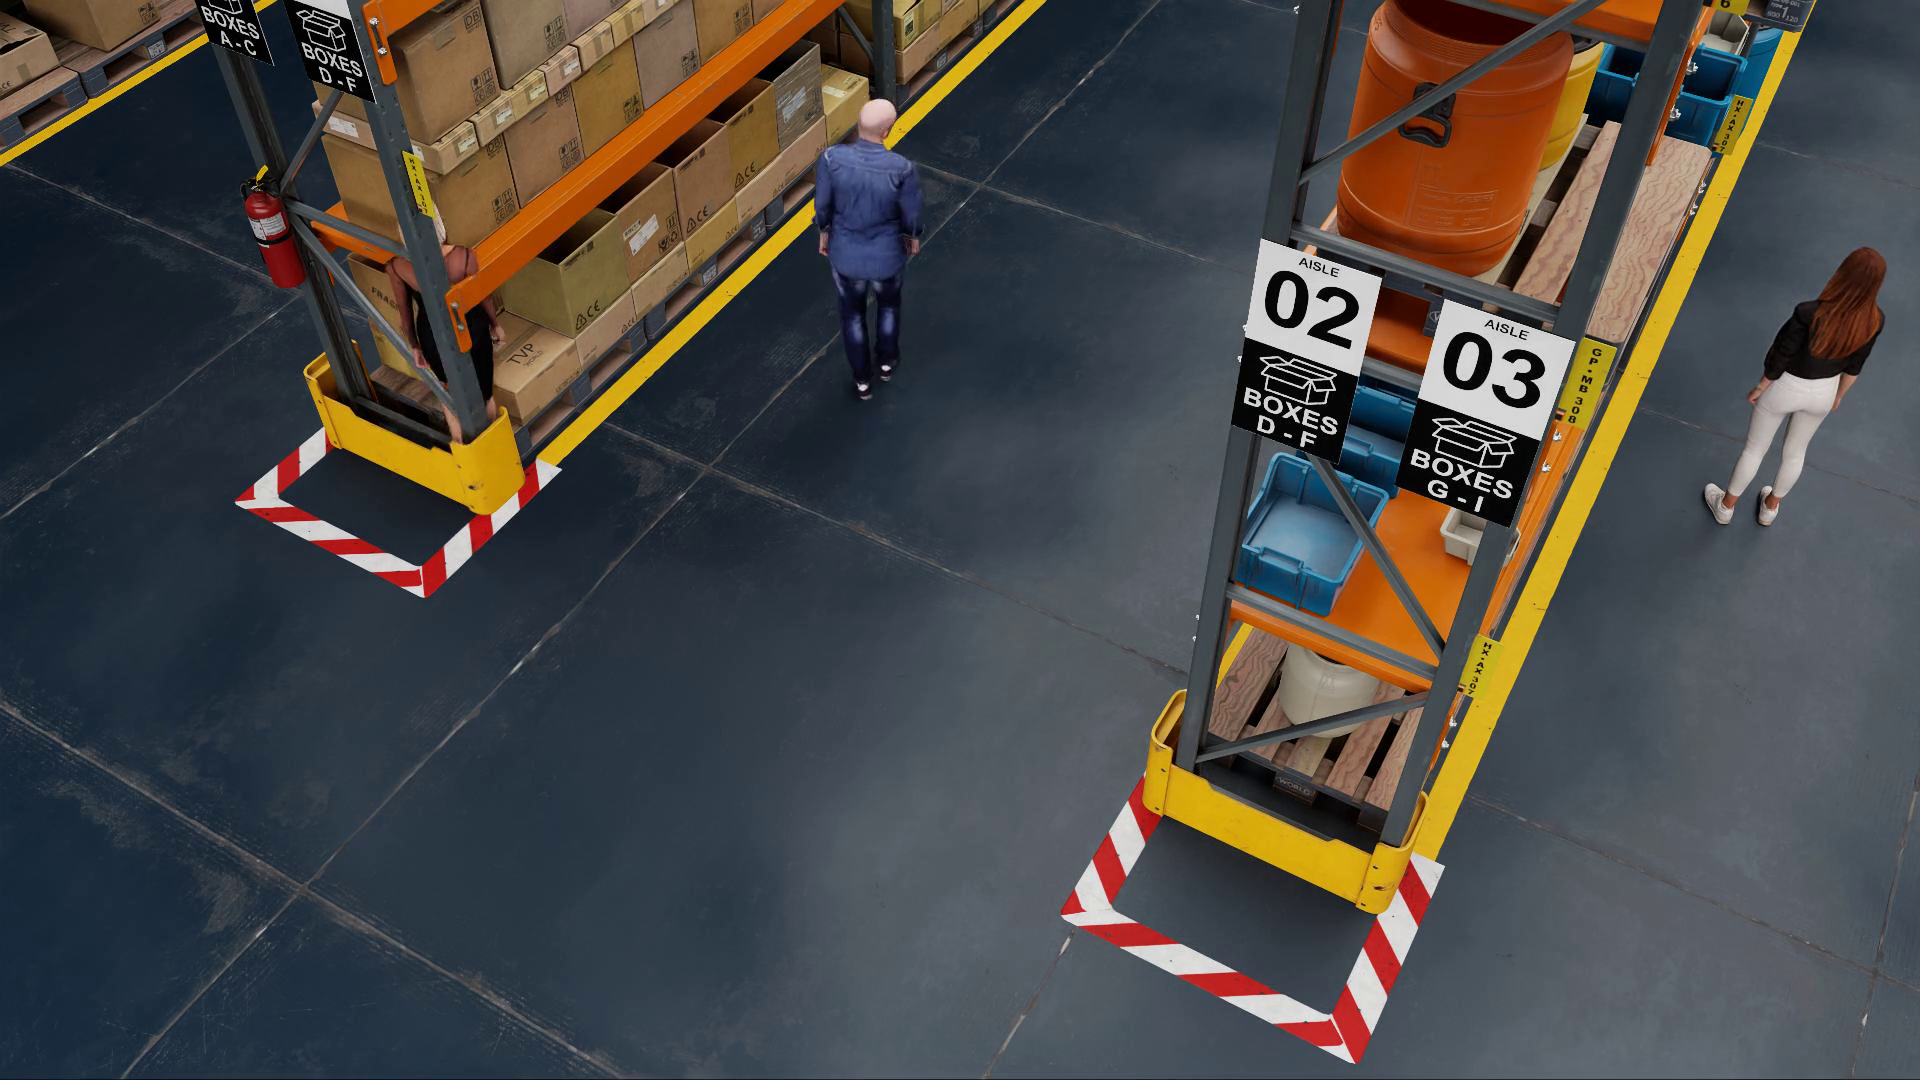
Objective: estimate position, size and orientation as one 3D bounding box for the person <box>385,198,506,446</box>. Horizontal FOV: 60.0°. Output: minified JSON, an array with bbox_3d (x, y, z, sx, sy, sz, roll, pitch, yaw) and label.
[{"bbox_3d":[-2.527,-0.945,8.326,0.756,1.736,0.814,-7,48,-7],"label":"person"}]

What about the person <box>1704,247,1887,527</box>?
[{"bbox_3d":[4.119,-0.729,8.148,0.664,1.704,0.652,4,47,4],"label":"person"}]

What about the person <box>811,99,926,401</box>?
[{"bbox_3d":[-0.479,-1.521,8.809,0.880,1.809,0.887,-8,48,-8],"label":"person"}]
